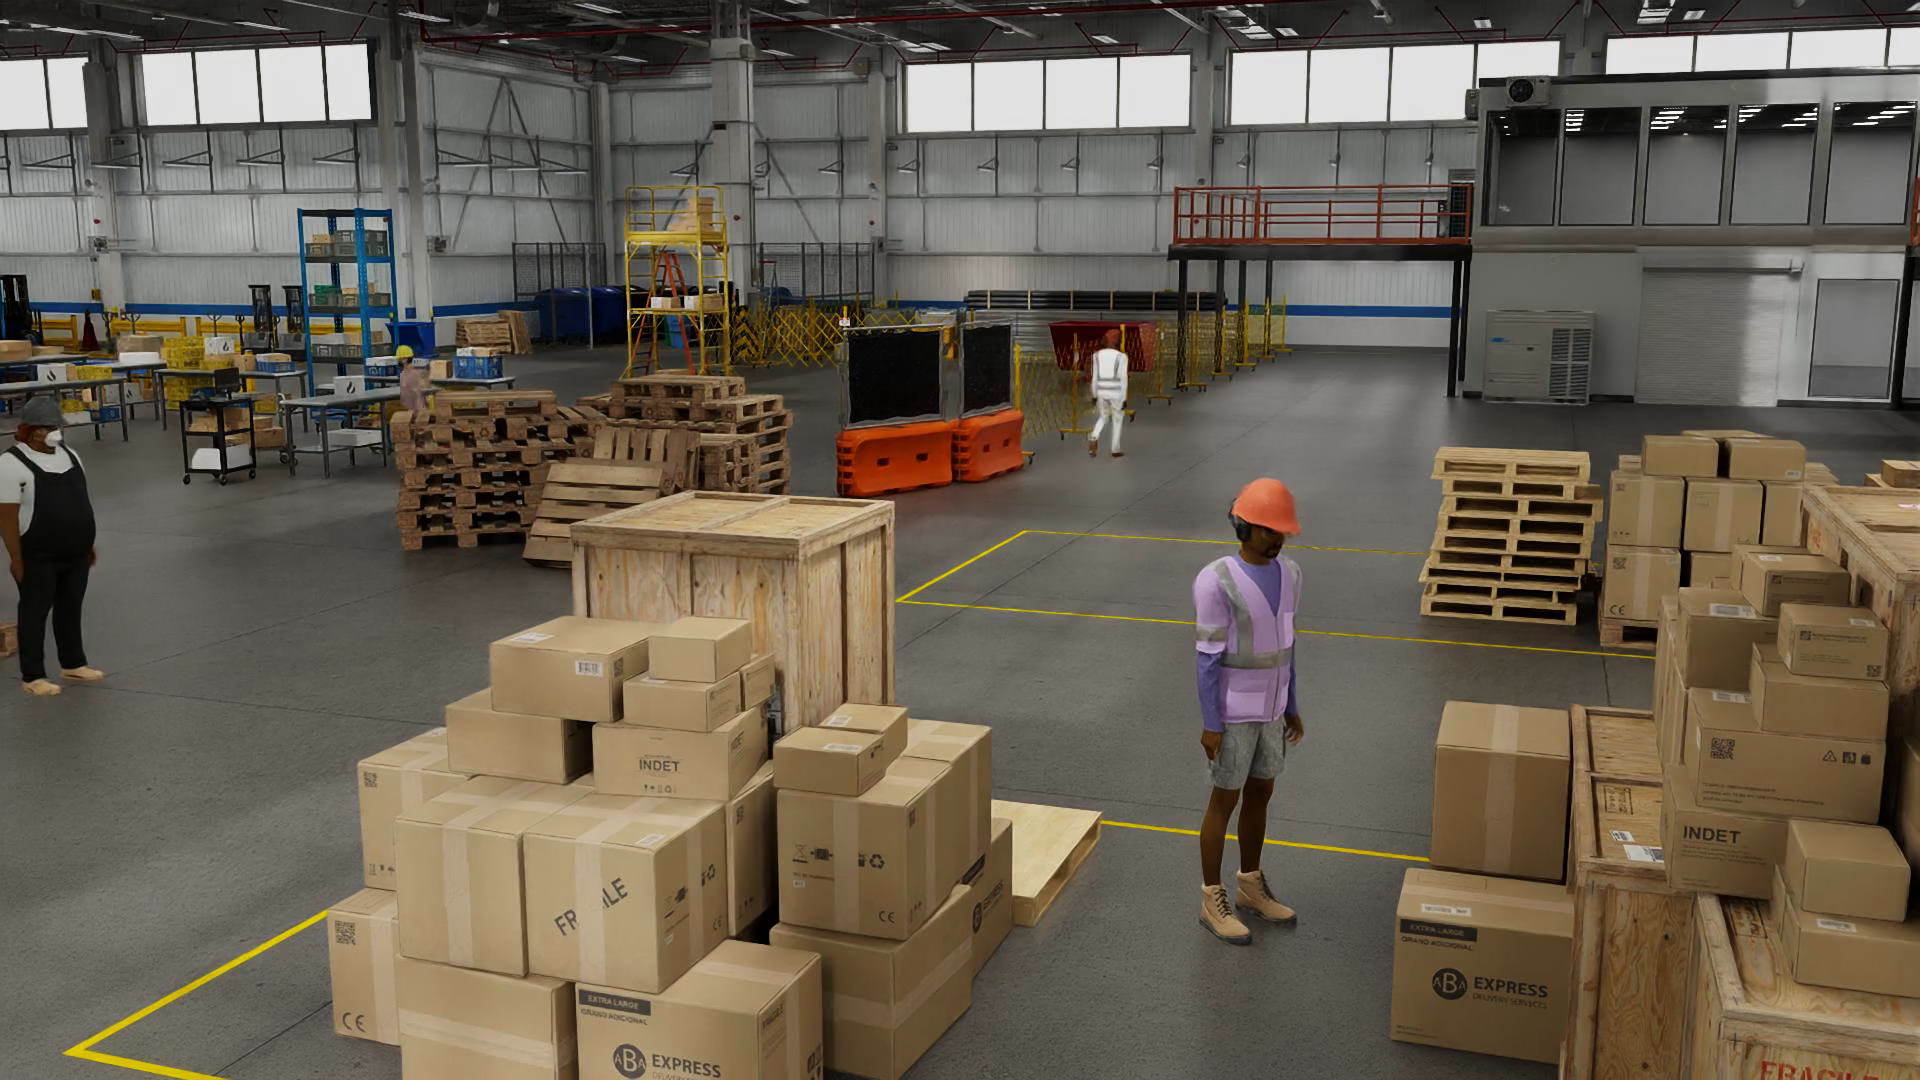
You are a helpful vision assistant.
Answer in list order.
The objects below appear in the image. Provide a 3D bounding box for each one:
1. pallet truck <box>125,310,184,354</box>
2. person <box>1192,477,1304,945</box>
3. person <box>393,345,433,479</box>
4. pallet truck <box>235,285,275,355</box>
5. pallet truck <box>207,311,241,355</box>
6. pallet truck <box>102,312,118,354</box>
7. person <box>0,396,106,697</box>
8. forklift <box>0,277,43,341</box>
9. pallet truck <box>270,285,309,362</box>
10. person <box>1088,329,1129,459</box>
[{"bbox_3d":[-22.038,-5.665,45.457,0.704,1.261,1.522,3,11,17],"label":"pallet truck"},{"bbox_3d":[1.290,0.735,7.304,0.607,2.041,0.377,-8,13,-38],"label":"person"},{"bbox_3d":[-7.108,-1.657,21.570,0.407,1.752,0.535,-7,12,-34],"label":"person"},{"bbox_3d":[-18.327,-5.835,44.421,0.823,1.965,1.885,4,11,23],"label":"pallet truck"},{"bbox_3d":[-19.537,-5.575,44.913,0.653,1.274,1.630,3,11,19],"label":"pallet truck"},{"bbox_3d":[-23.057,-5.777,46.261,0.680,1.201,1.601,3,11,19],"label":"pallet truck"},{"bbox_3d":[-6.140,0.028,11.283,0.535,2.000,0.684,3,11,17],"label":"person"},{"bbox_3d":[-27.151,-6.329,46.328,1.157,1.987,2.680,3,11,17],"label":"forklift"},{"bbox_3d":[-17.147,-5.700,43.663,0.823,1.965,1.885,3,11,17],"label":"pallet truck"},{"bbox_3d":[2.094,-2.043,23.445,0.587,1.863,0.691,7,12,33],"label":"person"}]
